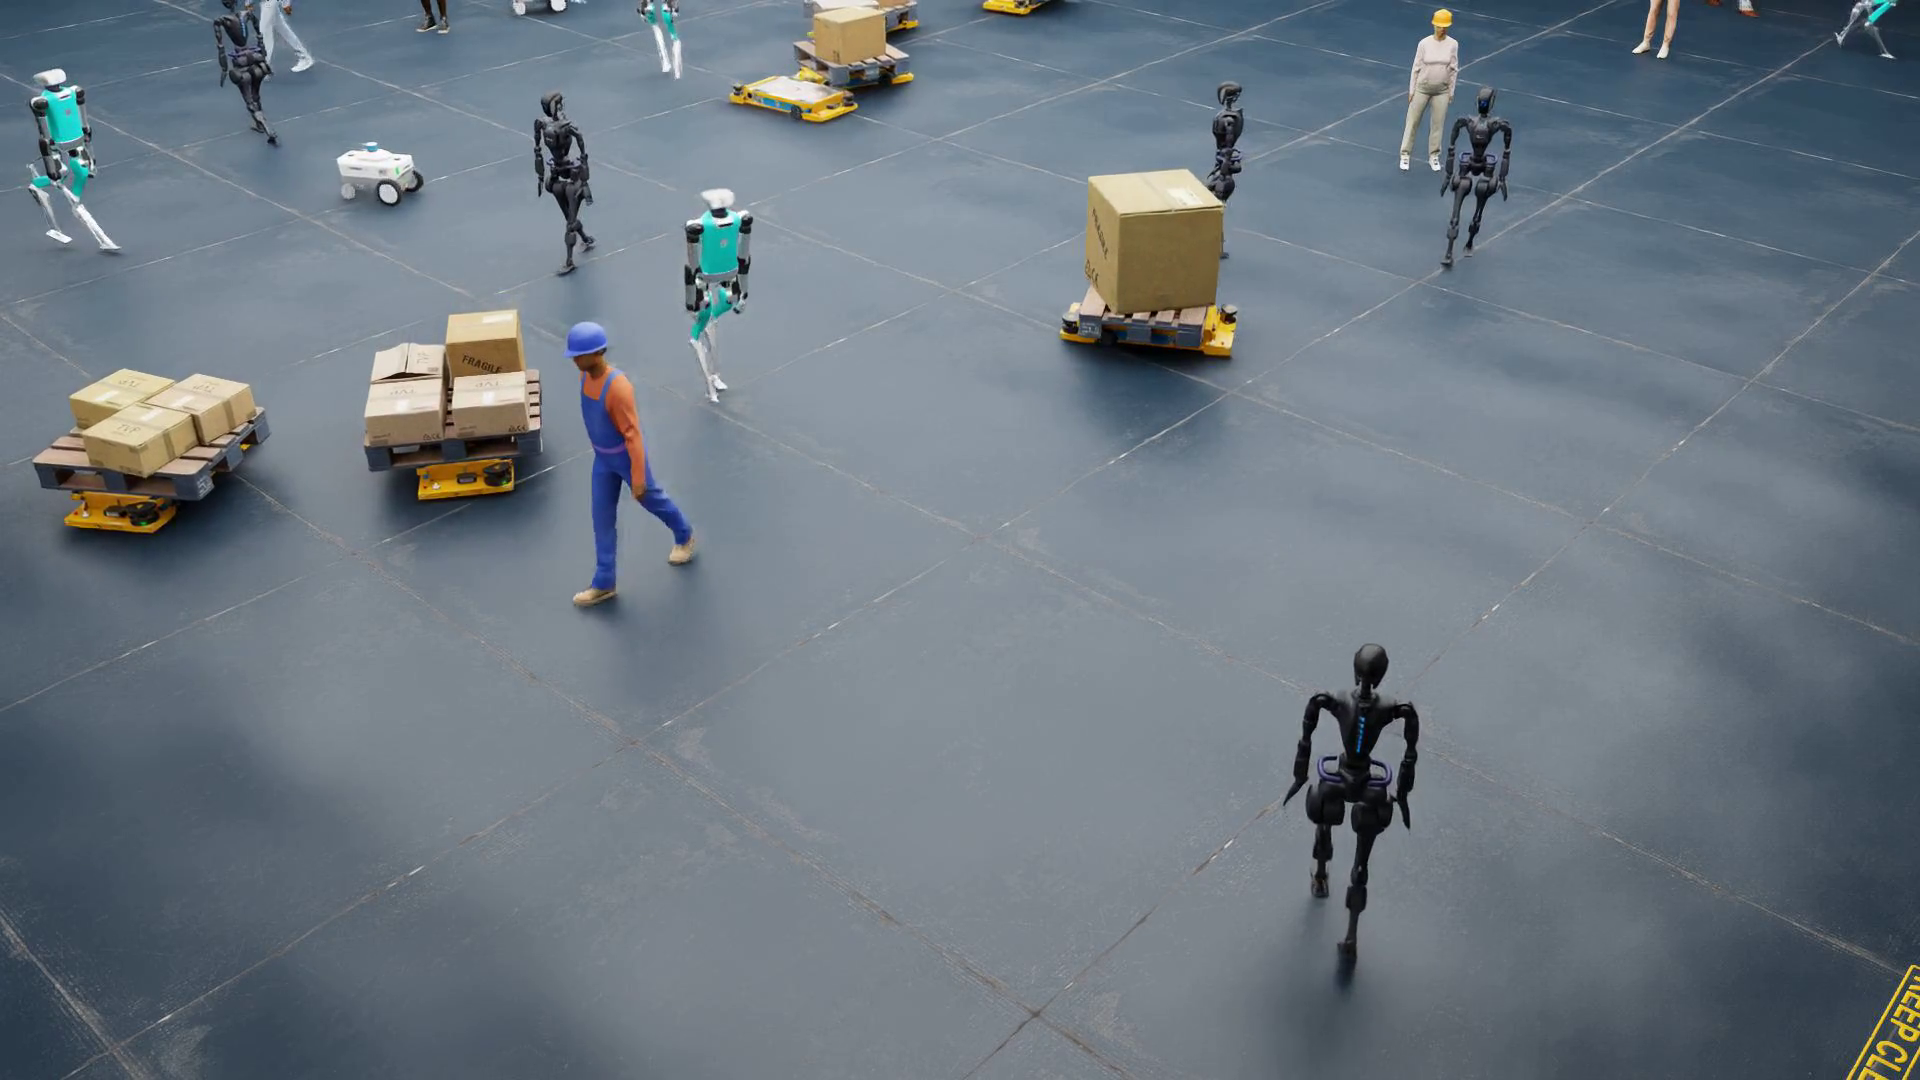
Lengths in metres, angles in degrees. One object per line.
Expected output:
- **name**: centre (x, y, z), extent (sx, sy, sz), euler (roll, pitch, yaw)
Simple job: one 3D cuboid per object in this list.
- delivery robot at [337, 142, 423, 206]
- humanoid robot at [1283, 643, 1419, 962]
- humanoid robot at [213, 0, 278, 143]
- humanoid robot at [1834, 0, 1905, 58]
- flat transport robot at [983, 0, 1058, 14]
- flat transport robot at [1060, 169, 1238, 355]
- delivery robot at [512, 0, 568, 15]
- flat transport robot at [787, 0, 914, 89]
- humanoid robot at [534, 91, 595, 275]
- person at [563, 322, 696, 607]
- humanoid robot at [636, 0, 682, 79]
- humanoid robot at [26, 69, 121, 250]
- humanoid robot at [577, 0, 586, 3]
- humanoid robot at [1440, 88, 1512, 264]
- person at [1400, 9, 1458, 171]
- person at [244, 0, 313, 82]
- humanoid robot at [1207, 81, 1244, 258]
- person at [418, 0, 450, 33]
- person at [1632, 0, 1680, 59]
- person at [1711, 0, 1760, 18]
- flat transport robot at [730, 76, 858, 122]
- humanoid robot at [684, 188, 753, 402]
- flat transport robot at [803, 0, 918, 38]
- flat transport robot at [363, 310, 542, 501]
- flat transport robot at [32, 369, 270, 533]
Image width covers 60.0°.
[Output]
- **delivery robot**: centre (-5.891, -3.723, 16.895), extent (0.790, 0.614, 0.499), euler (7, 33, 11)
- **humanoid robot**: centre (1.861, 1.211, 7.916), extent (0.609, 1.636, 0.763), euler (6, 32, 9)
- **humanoid robot**: centre (-7.801, -5.204, 18.243), extent (0.718, 1.651, 0.613), euler (21, 38, 30)
- **humanoid robot**: centre (11.669, -7.043, 21.132), extent (0.996, 1.764, 0.546), euler (25, 40, 34)
- **flat transport robot**: centre (0.958, -7.751, 23.635), extent (0.659, 0.231, 1.431), euler (17, 36, 26)
- **flat transport robot**: centre (1.605, -1.831, 14.103), extent (1.431, 0.231, 0.659), euler (7, 33, 11)
- **delivery robot**: centre (-5.890, -7.650, 23.191), extent (0.765, 0.583, 0.499), euler (-11, 33, -17)
- **flat transport robot**: centre (-1.346, -5.677, 20.296), extent (1.431, 0.231, 0.659), euler (-16, 35, -24)
- **humanoid robot**: centre (-3.610, -3.307, 15.189), extent (0.608, 1.622, 0.781), euler (13, 34, 20)
- **person**: centre (-2.090, -0.539, 10.524), extent (0.593, 1.858, 0.994), euler (26, 40, 35)
- **humanoid robot**: centre (-3.660, -6.495, 20.281), extent (0.542, 1.835, 0.783), euler (0, 32, 0)
- **humanoid robot**: centre (-8.407, -3.506, 15.442), extent (1.013, 1.763, 0.534), euler (13, 34, 20)
- **humanoid robot**: centre (-5.516, -8.488, 23.445), extent (0.702, 1.799, 0.549), euler (17, 36, 26)
- **humanoid robot**: centre (4.713, -3.310, 15.177), extent (0.603, 1.628, 0.715), euler (10, 33, 15)
- **person**: centre (4.920, -4.686, 17.357), extent (0.460, 1.688, 0.342), euler (3, 32, 5)
- **person**: centre (-8.442, -6.555, 20.199), extent (0.629, 1.854, 1.023), euler (25, 40, 34)
- **humanoid robot**: centre (2.411, -3.381, 15.272), extent (0.321, 1.651, 0.616), euler (2, 32, 2)
- **person**: centre (-7.082, -7.673, 21.930), extent (0.614, 1.945, 0.429), euler (3, 32, 4)
- **person**: centre (8.965, -7.052, 20.987), extent (0.518, 1.876, 0.360), euler (28, 41, 37)
- **person**: centre (10.815, -8.177, 22.872), extent (0.513, 1.800, 0.857), euler (-22, 38, -31)
- **flat transport robot**: centre (-1.953, -5.182, 19.498), extent (1.431, 0.231, 0.659), euler (21, 38, 30)
- **humanoid robot**: centre (-1.947, -1.922, 12.872), extent (0.556, 1.787, 0.806), euler (-19, 36, -27)
- **flat transport robot**: centre (-1.308, -6.884, 22.238), extent (0.659, 0.231, 1.431), euler (27, 41, 36)
- **flat transport robot**: centre (-3.696, -0.732, 12.333), extent (0.659, 0.231, 1.431), euler (-6, 32, -10)
- **flat transport robot**: centre (-5.723, -0.499, 11.957), extent (0.659, 0.231, 1.431), euler (5, 32, 7)
